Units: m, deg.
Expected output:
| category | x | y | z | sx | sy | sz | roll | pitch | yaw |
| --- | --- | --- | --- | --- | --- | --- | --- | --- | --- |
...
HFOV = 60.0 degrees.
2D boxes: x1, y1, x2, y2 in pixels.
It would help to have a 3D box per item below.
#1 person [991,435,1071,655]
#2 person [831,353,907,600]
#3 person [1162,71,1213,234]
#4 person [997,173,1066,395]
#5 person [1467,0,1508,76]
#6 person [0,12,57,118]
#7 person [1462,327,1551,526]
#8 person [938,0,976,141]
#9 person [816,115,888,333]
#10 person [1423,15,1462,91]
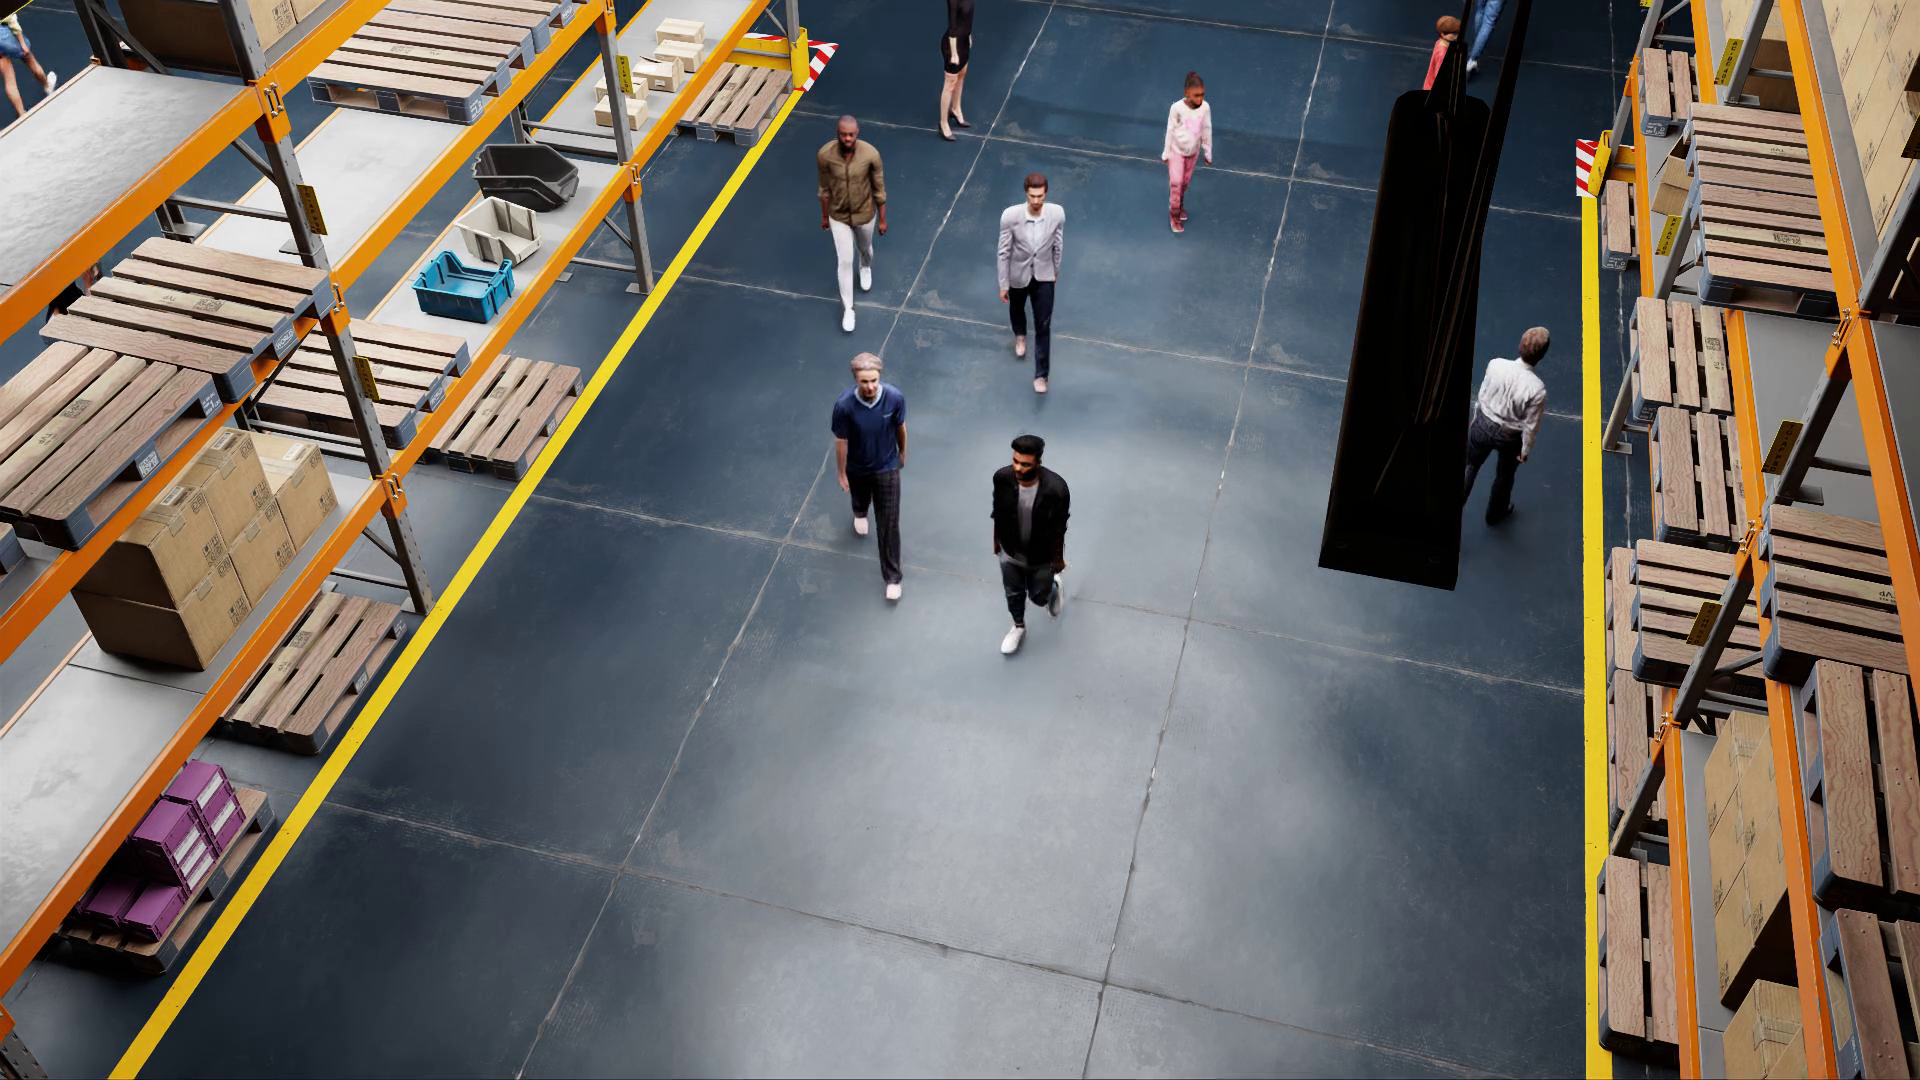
| category | x | y | z | sx | sy | sz | roll | pitch | yaw |
| --- | --- | --- | --- | --- | --- | --- | --- | --- | --- |
| person | 0.498 | -0.031 | 10.984 | 0.793 | 1.794 | 0.919 | 19 | 47 | 19 |
| person | -0.639 | -0.576 | 11.538 | 1.000 | 1.819 | 1.305 | -6 | 44 | -6 |
| person | 1.996 | -3.552 | 14.935 | 0.770 | 1.442 | 0.858 | -11 | 45 | -11 |
| person | 0.544 | -2.144 | 13.197 | 0.913 | 1.799 | 1.266 | 0 | 44 | -1 |
| person | 5.396 | -5.610 | 16.851 | 0.944 | 1.778 | 1.220 | 27 | 50 | 26 |
| person | -9.317 | -4.782 | 16.148 | 0.877 | 1.549 | 1.121 | -3 | 44 | -3 |
| person | 3.771 | -0.743 | 11.725 | 0.939 | 1.803 | 1.116 | 33 | 53 | 30 |
| person | -0.033 | -4.704 | 15.887 | 0.680 | 1.797 | 0.529 | 18 | 47 | 18 |
| person | -0.882 | -2.738 | 13.821 | 0.954 | 1.800 | 1.217 | -3 | 44 | -3 |
| person | 4.478 | -4.274 | 15.711 | 0.587 | 1.418 | 0.426 | 7 | 44 | 8 |
